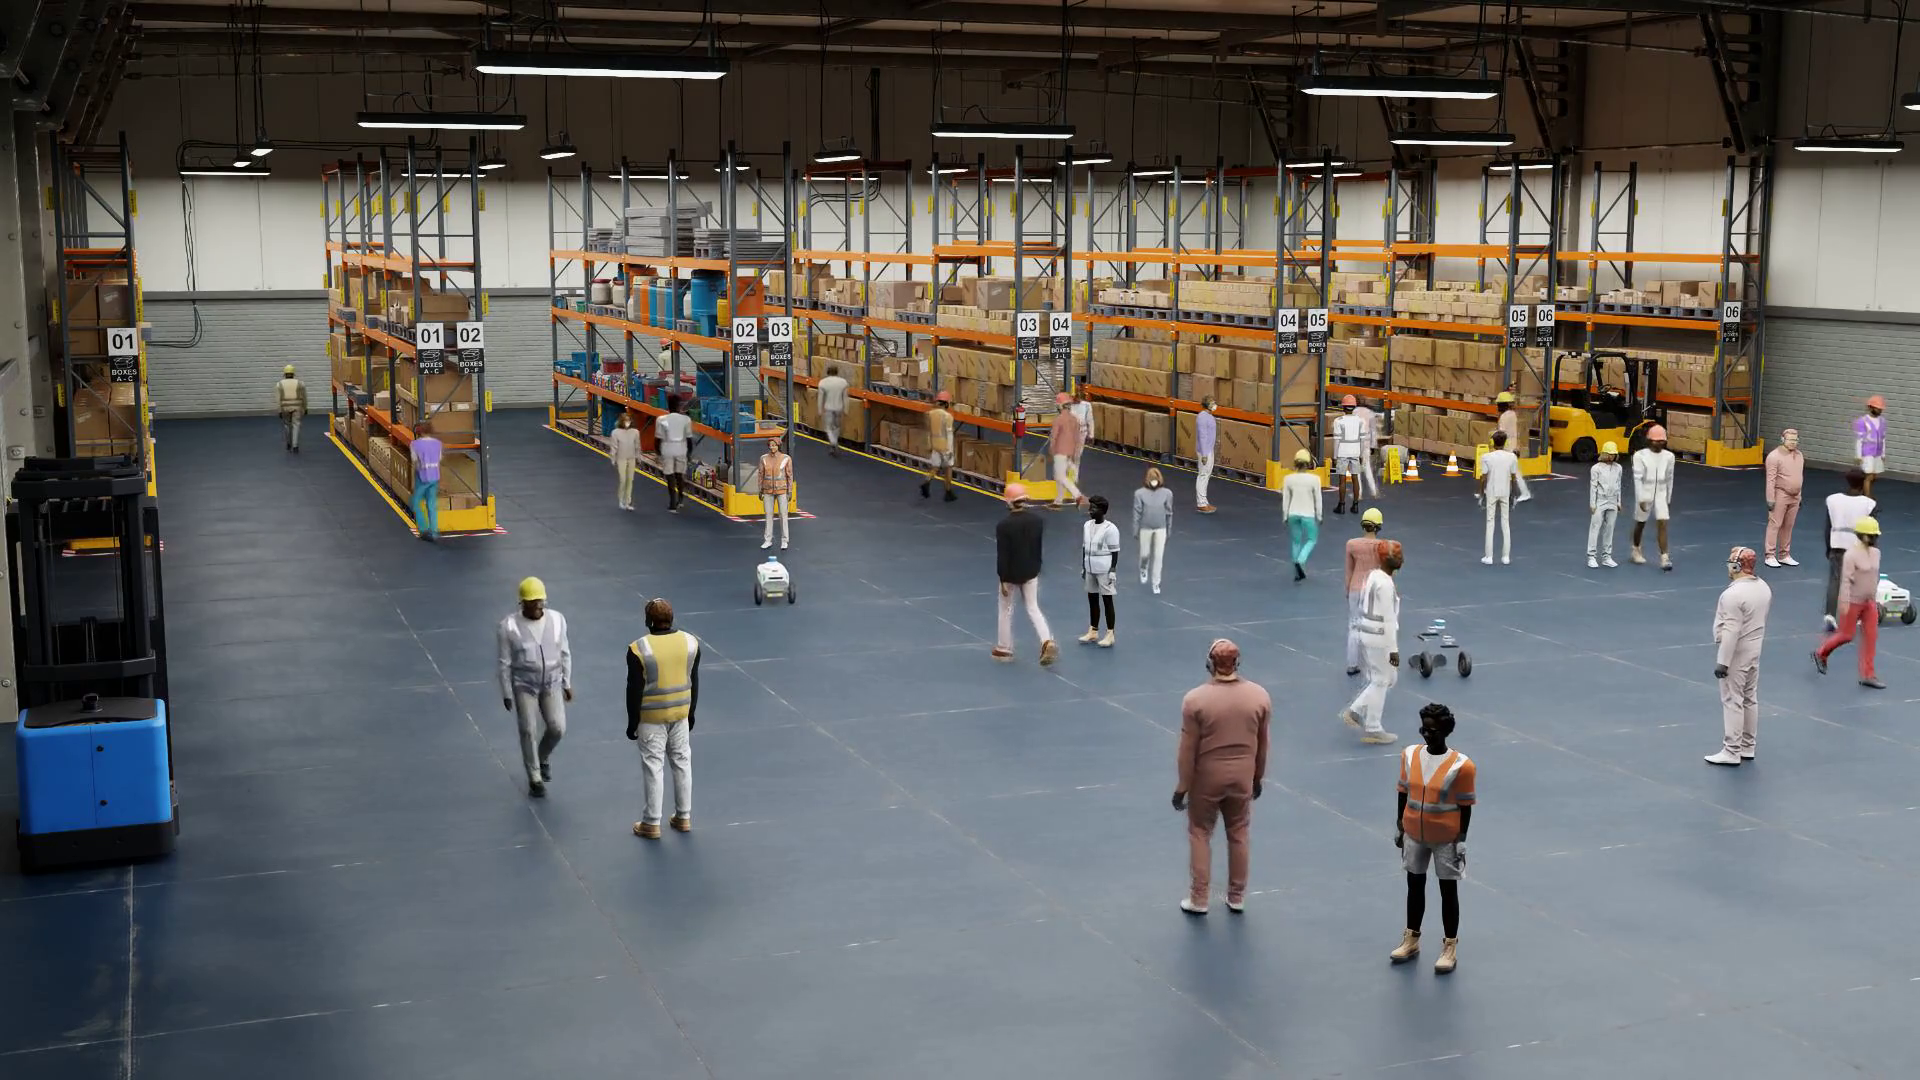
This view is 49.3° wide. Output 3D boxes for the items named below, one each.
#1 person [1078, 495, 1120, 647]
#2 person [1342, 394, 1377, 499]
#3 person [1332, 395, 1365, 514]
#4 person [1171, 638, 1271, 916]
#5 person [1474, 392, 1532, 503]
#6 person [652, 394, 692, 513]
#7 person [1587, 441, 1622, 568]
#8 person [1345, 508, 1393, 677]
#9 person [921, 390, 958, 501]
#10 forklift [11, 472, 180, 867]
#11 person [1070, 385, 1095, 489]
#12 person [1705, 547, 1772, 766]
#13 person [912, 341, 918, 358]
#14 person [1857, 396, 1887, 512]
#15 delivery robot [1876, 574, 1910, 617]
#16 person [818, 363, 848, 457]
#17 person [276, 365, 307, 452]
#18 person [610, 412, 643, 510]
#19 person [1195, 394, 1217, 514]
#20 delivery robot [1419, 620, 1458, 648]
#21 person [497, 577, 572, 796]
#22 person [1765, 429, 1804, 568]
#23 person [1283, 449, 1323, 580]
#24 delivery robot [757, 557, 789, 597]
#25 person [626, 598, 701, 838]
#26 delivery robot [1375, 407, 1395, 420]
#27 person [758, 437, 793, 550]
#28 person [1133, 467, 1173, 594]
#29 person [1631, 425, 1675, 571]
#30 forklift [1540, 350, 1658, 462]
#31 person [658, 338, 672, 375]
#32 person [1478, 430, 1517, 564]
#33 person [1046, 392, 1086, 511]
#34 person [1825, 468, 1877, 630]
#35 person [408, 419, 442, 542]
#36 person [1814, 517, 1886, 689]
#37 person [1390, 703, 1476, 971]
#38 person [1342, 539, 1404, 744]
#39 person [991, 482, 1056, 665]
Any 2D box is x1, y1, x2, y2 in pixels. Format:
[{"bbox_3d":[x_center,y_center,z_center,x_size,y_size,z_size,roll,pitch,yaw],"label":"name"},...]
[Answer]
[{"bbox_3d":[1.555,0.339,23.389,0.319,1.695,0.539,-7,11,-39],"label":"person"},{"bbox_3d":[6.835,-1.617,36.084,0.658,1.815,0.449,-3,9,-21],"label":"person"},{"bbox_3d":[6.339,-1.407,34.232,0.545,1.938,0.362,-2,9,-12],"label":"person"},{"bbox_3d":[1.771,1.609,14.231,0.667,1.908,0.406,-2,9,-12],"label":"person"},{"bbox_3d":[9.314,-1.586,35.649,1.002,1.879,0.611,4,10,27],"label":"person"},{"bbox_3d":[-4.723,-1.429,34.377,0.615,1.943,0.592,-4,10,-27],"label":"person"},{"bbox_3d":[8.887,-0.492,28.783,0.492,1.740,0.325,-3,9,-17],"label":"person"},{"bbox_3d":[4.263,0.542,21.840,0.517,1.757,0.336,5,10,30],"label":"person"},{"bbox_3d":[-0.345,-1.597,35.605,0.591,1.904,0.683,7,11,38],"label":"person"},{"bbox_3d":[-6.630,0.886,15.957,1.129,2.768,1.873,-3,9,-21],"label":"forklift"},{"bbox_3d":[2.118,-1.823,37.340,0.579,1.838,0.949,-2,9,-16],"label":"person"},{"bbox_3d":[6.772,1.003,18.262,0.653,1.906,0.408,-8,12,-43],"label":"person"},{"bbox_3d":[-1.081,-3.595,48.559,0.630,2.011,0.839,-6,10,-33],"label":"person"},{"bbox_3d":[14.958,-1.430,34.454,0.565,1.918,0.575,-3,9,-19],"label":"person"},{"bbox_3d":[10.976,0.651,24.928,0.477,0.478,0.707,-1,9,-7],"label":"delivery robot"},{"bbox_3d":[-2.557,-2.620,42.397,0.634,1.917,0.690,-3,9,-20],"label":"person"},{"bbox_3d":[-13.931,-2.746,43.686,0.594,1.784,0.942,-2,9,-12],"label":"person"},{"bbox_3d":[-5.482,-1.296,34.522,0.525,1.616,0.385,-5,10,-32],"label":"person"},{"bbox_3d":[4.040,-1.420,34.314,0.358,1.938,0.636,2,9,14],"label":"person"},{"bbox_3d":[5.049,0.958,22.018,0.335,0.223,0.698,-1,8,-4],"label":"delivery robot"},{"bbox_3d":[-3.503,1.192,17.286,0.617,1.819,0.434,-5,10,-29],"label":"person"},{"bbox_3d":[11.376,-0.580,28.827,0.652,1.903,0.403,-5,10,-28],"label":"person"},{"bbox_3d":[4.500,-0.326,27.615,0.546,1.751,0.476,5,10,29],"label":"person"},{"bbox_3d":[-2.345,0.452,26.253,0.477,0.478,0.707,-2,9,-10],"label":"delivery robot"},{"bbox_3d":[-2.303,1.357,16.125,0.626,1.844,0.429,-7,11,-39],"label":"person"},{"bbox_3d":[9.871,-2.804,47.962,0.707,0.478,0.477,-2,9,-12],"label":"delivery robot"},{"bbox_3d":[-2.676,-0.685,30.404,0.524,1.639,0.308,2,9,12],"label":"person"},{"bbox_3d":[2.473,-0.146,26.894,0.502,1.618,0.525,0,9,-2],"label":"person"},{"bbox_3d":[9.498,-0.594,28.715,0.596,1.983,1.097,0,9,0],"label":"person"},{"bbox_3d":[12.897,-2.725,42.309,2.313,2.155,1.214,-3,9,-21],"label":"forklift"},{"bbox_3d":[-7.090,-3.900,50.694,0.407,1.987,0.614,6,10,35],"label":"person"},{"bbox_3d":[7.470,-0.599,29.087,0.533,1.864,0.310,0,9,3],"label":"person"},{"bbox_3d":[1.754,-1.440,34.344,0.797,1.975,0.616,6,11,36],"label":"person"},{"bbox_3d":[10.350,0.098,24.417,0.589,1.881,0.963,7,11,37],"label":"person"},{"bbox_3d":[-7.951,-0.879,31.087,0.497,1.820,0.598,7,11,38],"label":"person"},{"bbox_3d":[9.167,0.609,21.461,0.533,1.741,0.725,-4,9,-26],"label":"person"},{"bbox_3d":[2.987,1.862,13.236,0.535,1.697,0.318,7,11,39],"label":"person"},{"bbox_3d":[3.799,0.919,18.975,0.431,1.867,0.595,1,9,7],"label":"person"},{"bbox_3d":[0.670,0.360,22.373,0.615,1.966,0.900,-5,10,-29],"label":"person"}]
